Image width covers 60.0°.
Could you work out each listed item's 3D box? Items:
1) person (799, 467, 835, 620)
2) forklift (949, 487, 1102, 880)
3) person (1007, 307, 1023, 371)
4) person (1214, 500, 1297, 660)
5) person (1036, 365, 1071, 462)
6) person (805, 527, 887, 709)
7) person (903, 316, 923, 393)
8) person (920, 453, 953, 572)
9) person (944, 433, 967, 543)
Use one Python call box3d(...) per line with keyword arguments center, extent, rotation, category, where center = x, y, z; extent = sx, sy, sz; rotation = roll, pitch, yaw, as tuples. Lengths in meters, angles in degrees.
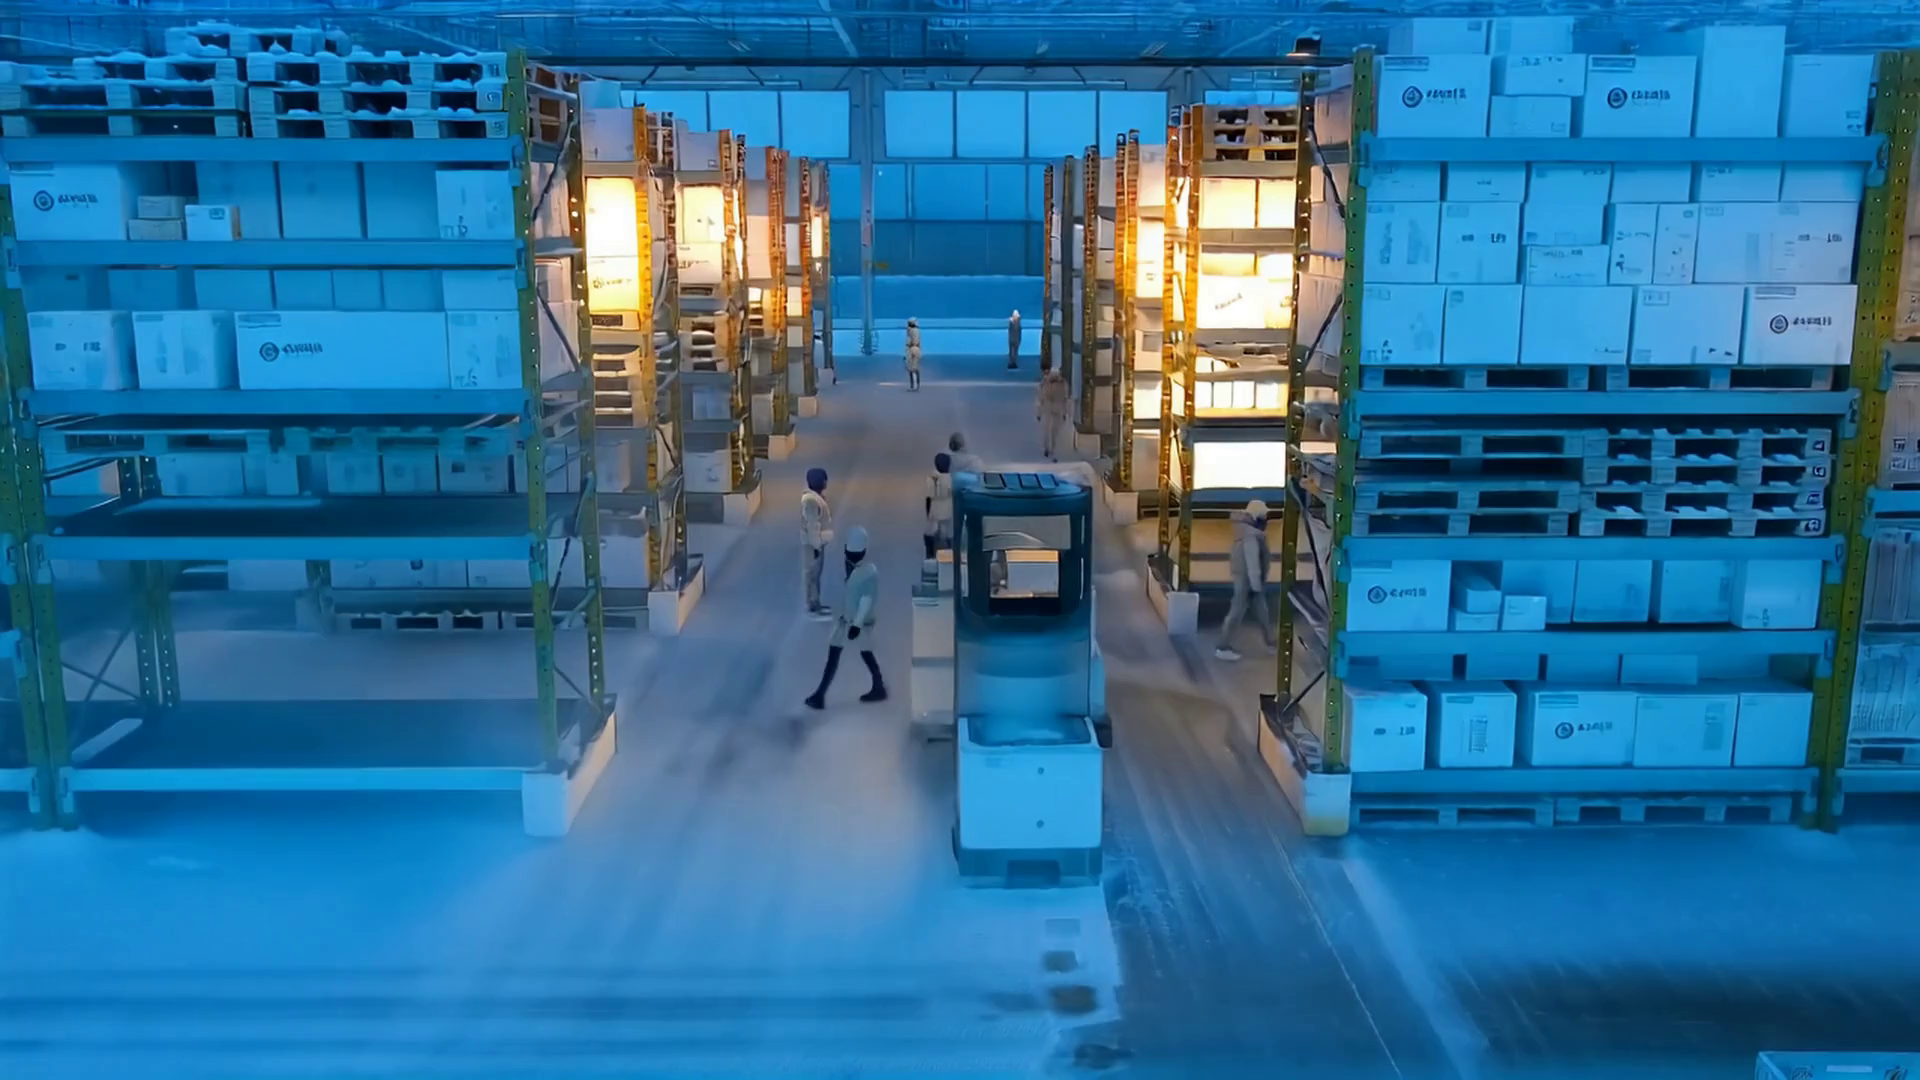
box3d(center=(-1.725, 0.035, 20.127), extent=(0.430, 1.838, 0.619), rotation=(-1, 11, -3), category="person")
box3d(center=(0.495, 0.986, 12.813), extent=(1.129, 2.768, 1.873), rotation=(0, 11, -2), category="forklift")
box3d(center=(1.668, -6.061, 50.158), extent=(0.411, 1.911, 0.643), rotation=(-5, 13, -24), category="person")
box3d(center=(3.255, 0.452, 18.206), extent=(0.955, 1.768, 0.627), rotation=(1, 11, 7), category="person")
box3d(center=(1.820, -2.456, 32.319), extent=(0.677, 1.890, 0.435), rotation=(0, 11, 2), category="person")
box3d(center=(-1.060, 0.774, 16.445), extent=(0.570, 1.862, 0.933), rotation=(9, 14, 37), category="person")
box3d(center=(-1.254, -4.909, 44.130), extent=(0.605, 2.038, 0.394), rotation=(-9, 15, -38), category="person")
box3d(center=(-0.284, -0.348, 22.407), extent=(0.559, 1.670, 0.672), rotation=(-7, 13, -30), category="person")
box3d(center=(-0.062, -0.767, 24.596), extent=(0.277, 1.636, 0.503), rotation=(5, 12, 23), category="person")
